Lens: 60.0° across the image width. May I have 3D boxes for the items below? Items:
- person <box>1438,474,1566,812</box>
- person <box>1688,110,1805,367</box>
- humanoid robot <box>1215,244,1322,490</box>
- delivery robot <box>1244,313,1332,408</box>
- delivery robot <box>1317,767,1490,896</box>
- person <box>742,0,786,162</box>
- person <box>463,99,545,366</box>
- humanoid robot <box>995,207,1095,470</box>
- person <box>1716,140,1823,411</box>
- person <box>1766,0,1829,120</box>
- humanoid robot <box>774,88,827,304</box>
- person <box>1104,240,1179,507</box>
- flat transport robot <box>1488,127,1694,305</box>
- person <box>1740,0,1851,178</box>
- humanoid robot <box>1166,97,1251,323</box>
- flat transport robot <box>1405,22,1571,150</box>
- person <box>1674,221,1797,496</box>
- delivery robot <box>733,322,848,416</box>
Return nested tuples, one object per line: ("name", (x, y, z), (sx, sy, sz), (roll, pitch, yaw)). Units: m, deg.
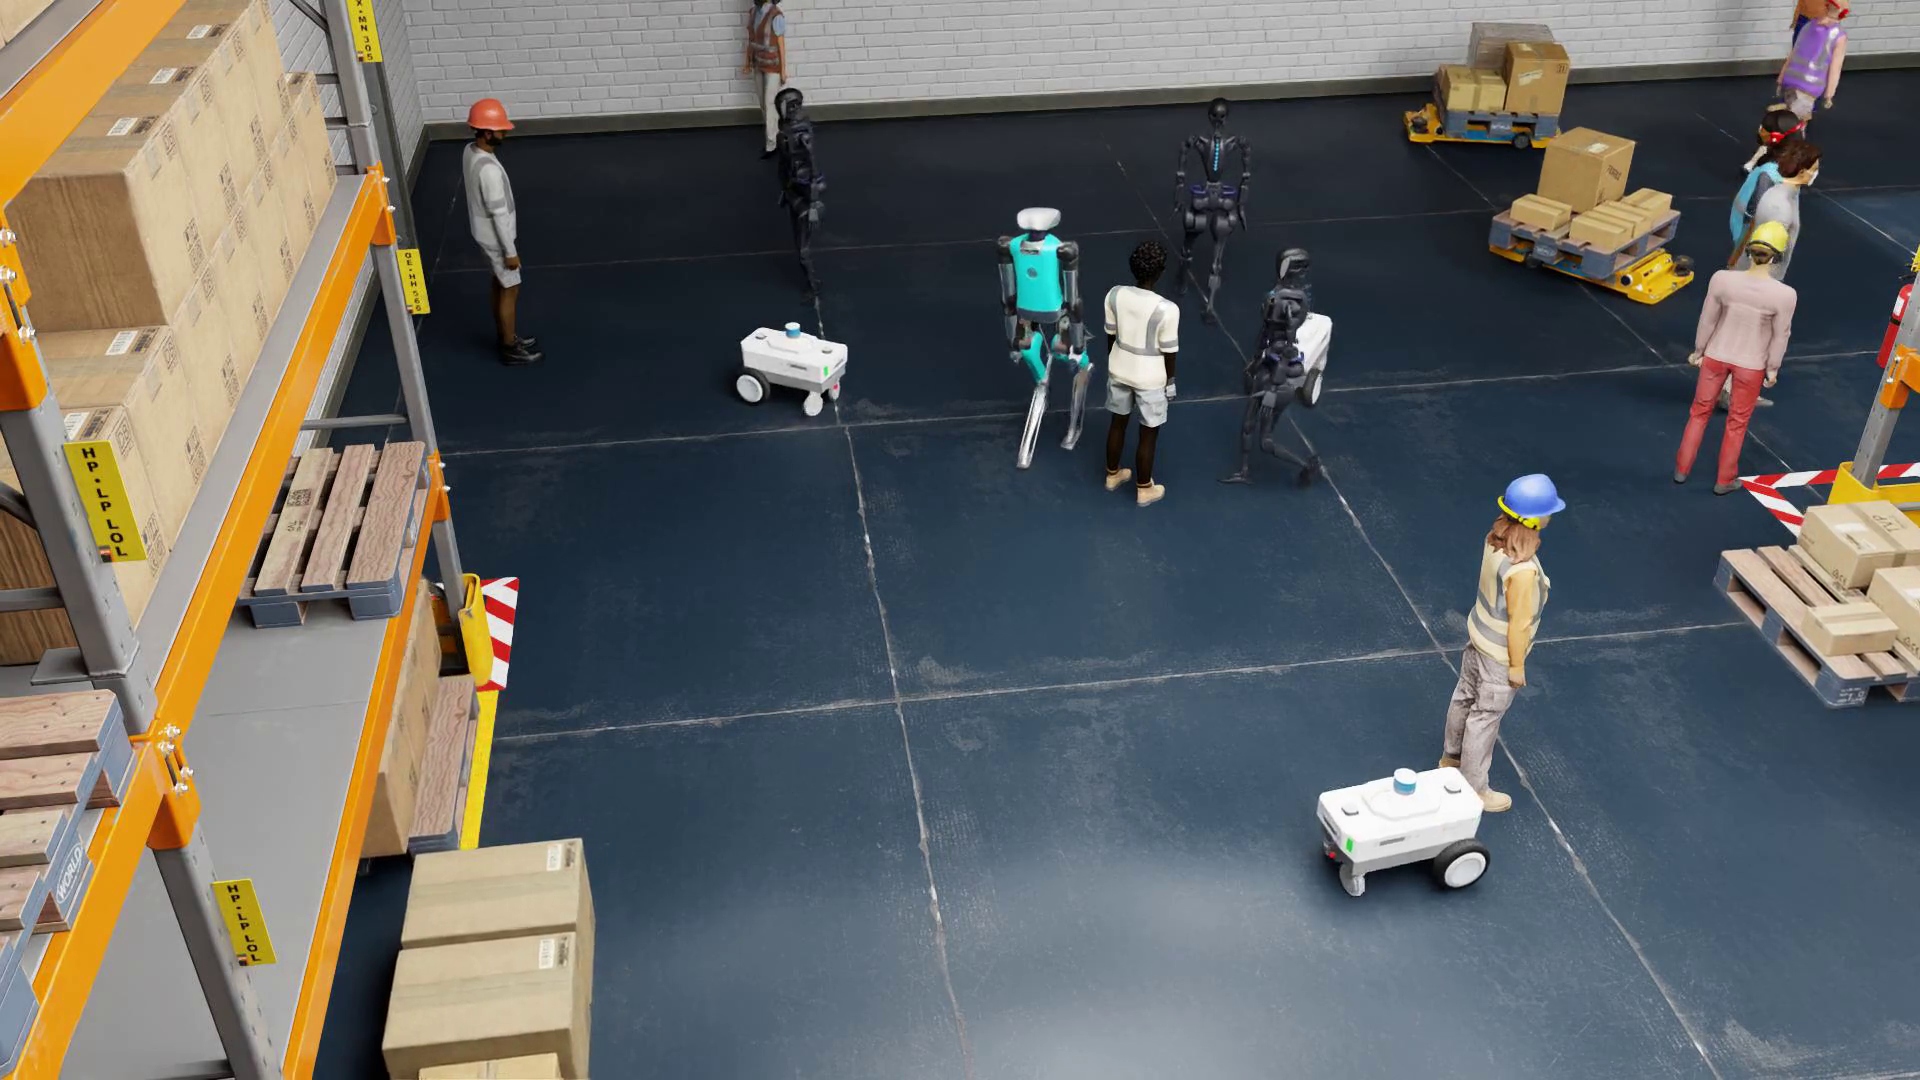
("person", (2.521, 0.472, 7.745), (0.306, 1.781, 0.462), (-1, 33, -2))
("person", (5.506, -2.079, 11.576), (0.391, 1.868, 0.514), (18, 37, 26))
("humanoid robot", (1.951, -1.048, 10.182), (0.604, 1.631, 0.588), (-2, 33, -3))
("delivery robot", (2.321, -1.287, 11.581), (0.499, 0.614, 0.808), (15, 36, 22))
("delivery robot", (2.026, 1.301, 7.613), (0.784, 0.612, 0.513), (-9, 34, -14))
("person", (-1.774, -4.323, 15.182), (0.471, 1.685, 0.414), (28, 42, 36))
("person", (-3.199, -2.131, 11.610), (0.387, 1.923, 0.550), (-16, 37, -23))
("humanoid robot", (0.596, -1.345, 10.580), (0.568, 1.781, 0.864), (14, 36, 20))
("person", (5.345, -1.710, 10.987), (0.480, 1.887, 0.574), (9, 34, 13))
("person", (8.254, -5.053, 16.044), (0.400, 1.973, 0.516), (-11, 35, -16))
("humanoid robot", (-1.166, -2.622, 12.588), (0.409, 1.641, 0.606), (-18, 37, -26))
("person", (1.089, -1.003, 10.089), (0.531, 1.694, 0.319), (27, 42, 34))
("flat transport robot", (5.057, -2.270, 13.331), (0.659, 0.231, 1.431), (-28, 42, -36))
("person", (7.417, -3.977, 14.701), (0.896, 1.632, 0.489), (-12, 35, -17))
("humanoid robot", (1.856, -2.494, 12.426), (0.602, 1.621, 0.778), (2, 33, 2))
("flat transport robot", (5.027, -3.978, 15.948), (1.431, 0.231, 0.659), (5, 33, 7))
("person", (4.750, -1.103, 10.179), (0.523, 1.761, 0.323), (25, 40, 33))
("delivery robot", (-1.169, -1.205, 11.455), (0.785, 0.614, 0.503), (14, 36, 20))
